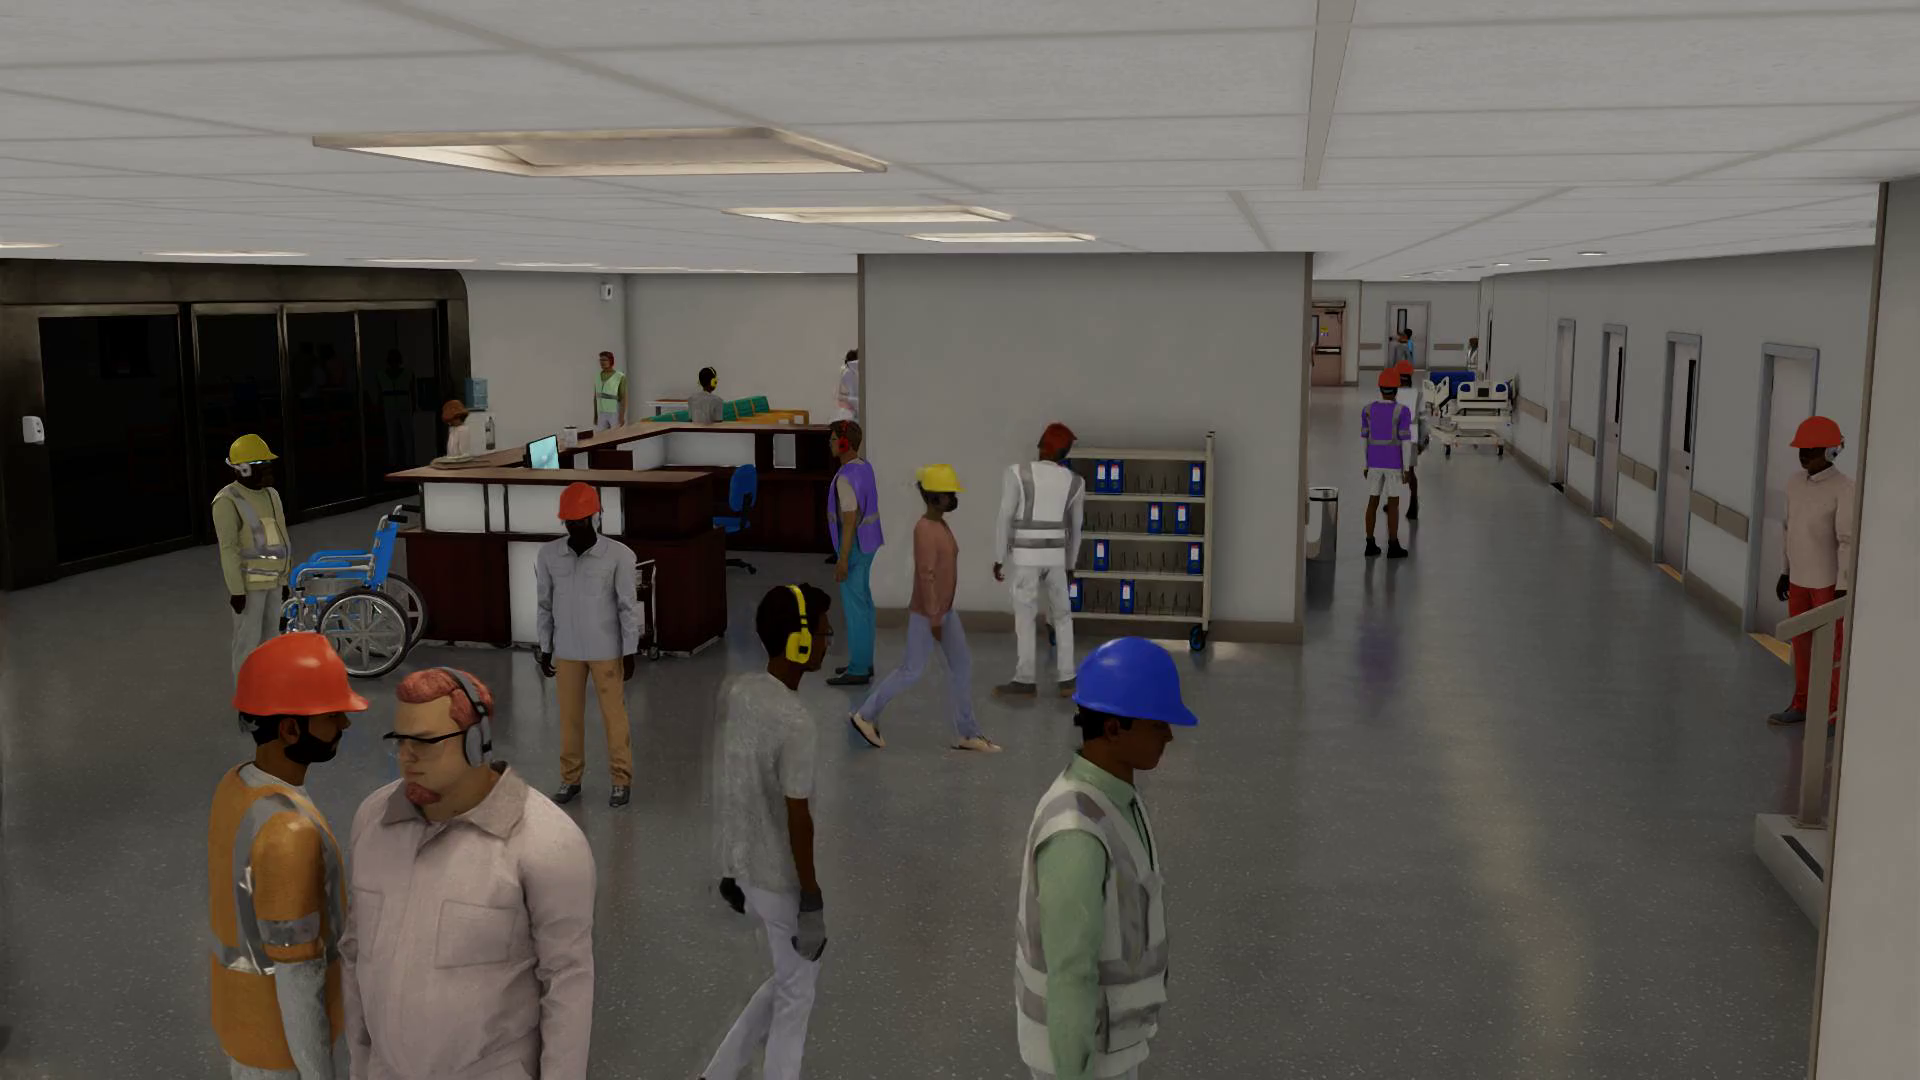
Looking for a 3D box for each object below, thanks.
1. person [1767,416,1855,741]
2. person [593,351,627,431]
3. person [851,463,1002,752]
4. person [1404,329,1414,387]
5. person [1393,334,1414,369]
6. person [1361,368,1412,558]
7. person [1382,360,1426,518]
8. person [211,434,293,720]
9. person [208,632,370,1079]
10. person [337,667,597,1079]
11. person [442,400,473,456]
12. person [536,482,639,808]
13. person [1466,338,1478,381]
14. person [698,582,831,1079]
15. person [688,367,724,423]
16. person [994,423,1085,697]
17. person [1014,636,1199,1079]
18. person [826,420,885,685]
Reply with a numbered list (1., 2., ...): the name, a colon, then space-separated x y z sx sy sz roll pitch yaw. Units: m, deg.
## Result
1. person: 5.218 0.231 10.177 0.430 1.982 0.628 -1 9 -6
2. person: -5.108 -1.832 24.282 0.568 1.845 0.386 4 10 26
3. person: -0.217 0.403 9.843 0.870 1.737 0.519 2 9 16
4. person: 12.027 -4.824 44.623 0.322 1.697 0.531 2 9 13
5. person: 11.396 -4.473 42.642 0.825 1.597 0.520 -3 9 -21
6. person: 4.364 -0.784 17.007 0.545 1.942 0.349 7 11 40
7. person: 5.371 -1.222 20.094 0.556 1.902 0.946 0 9 -3
8. person: -4.432 0.248 10.512 0.403 1.837 0.590 1 9 6
9. person: -1.611 1.176 4.069 0.390 1.930 0.546 -6 10 -35
10. person: -1.147 1.225 3.796 0.641 1.908 0.408 3 9 18
11. person: -5.146 -0.625 17.075 0.376 1.608 0.547 -5 10 -29
12. person: -1.974 0.556 8.785 0.563 1.742 0.361 1 9 9
13. person: 11.941 -3.881 38.598 0.319 1.628 0.508 -4 9 -23
14. person: -0.576 1.047 5.153 0.442 1.848 0.557 -5 10 -28
15. person: -2.900 -1.050 19.074 0.505 1.861 0.330 5 10 28
16. person: 0.544 0.147 11.143 0.670 1.857 0.351 -4 9 -23
17. person: 0.334 1.181 3.992 0.419 1.946 0.626 2 9 12
18. person: -0.734 0.088 11.540 0.396 1.847 0.564 2 9 11
